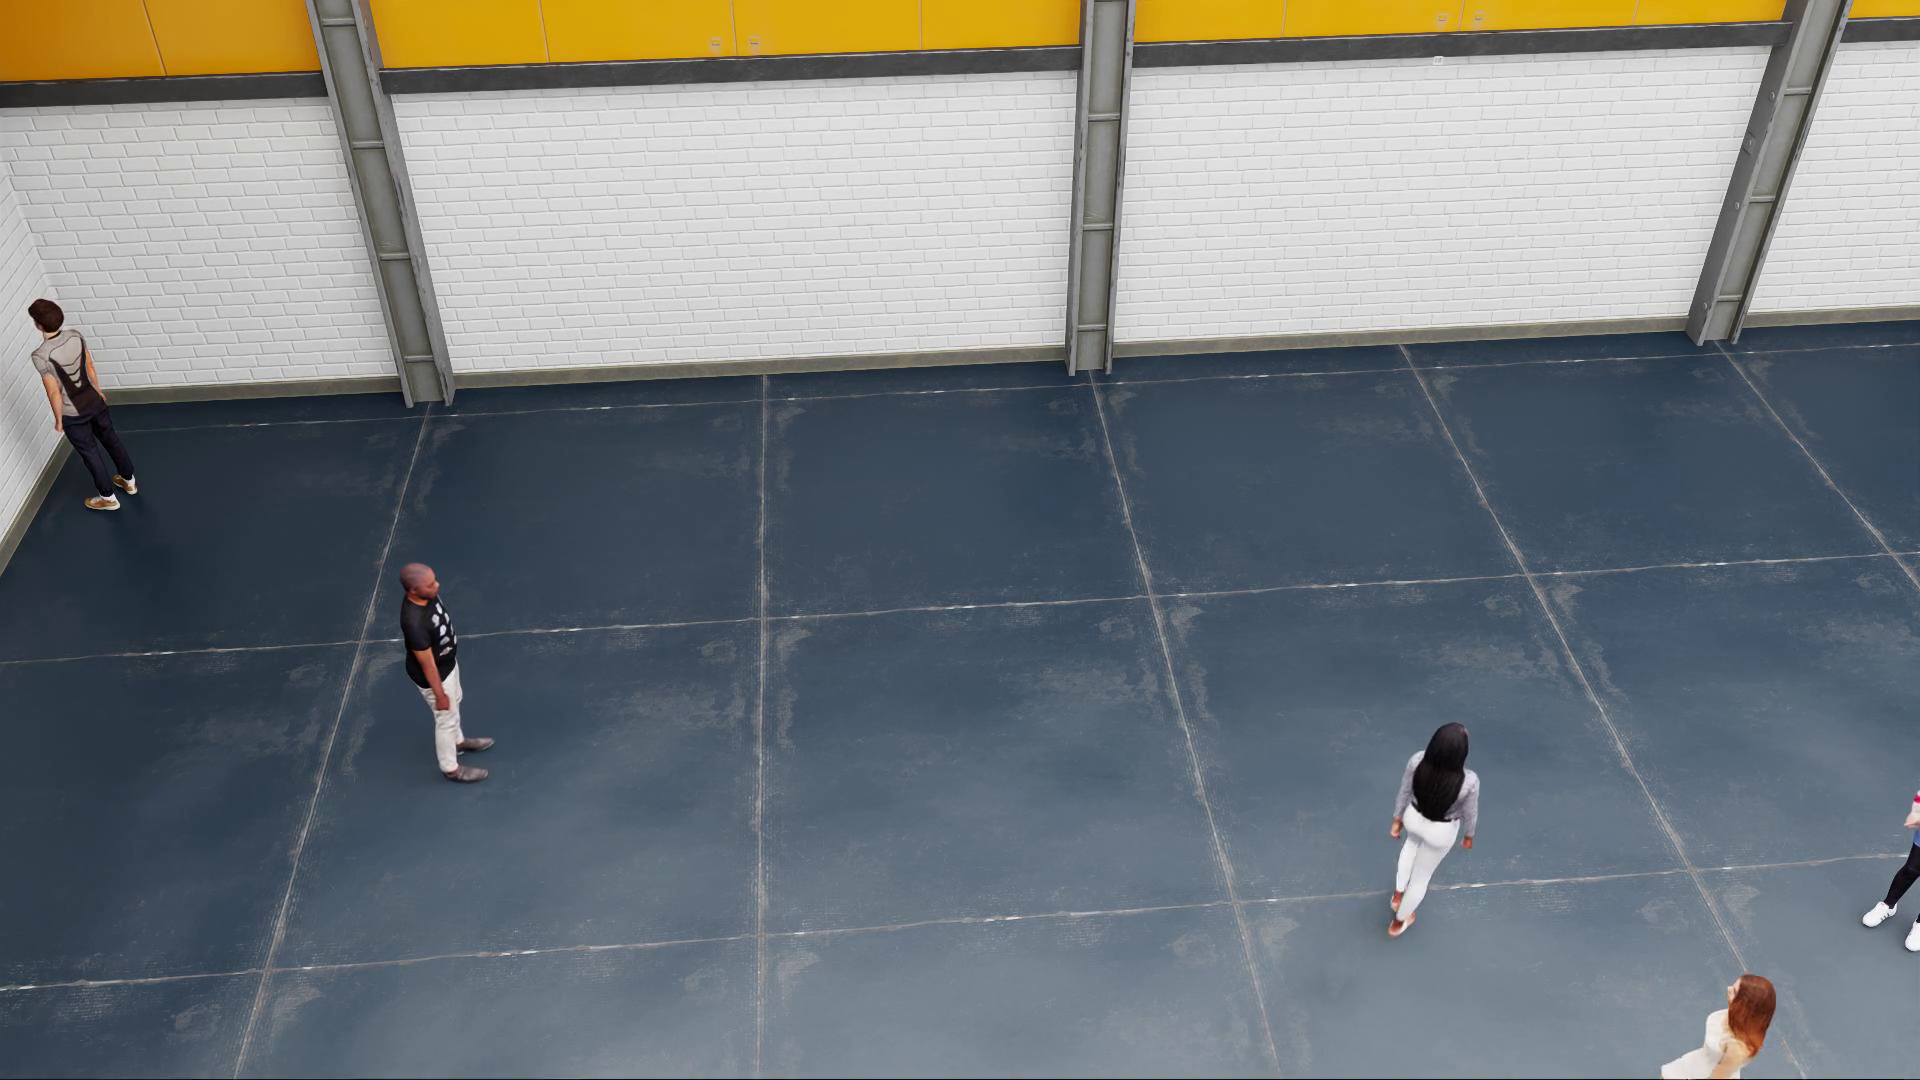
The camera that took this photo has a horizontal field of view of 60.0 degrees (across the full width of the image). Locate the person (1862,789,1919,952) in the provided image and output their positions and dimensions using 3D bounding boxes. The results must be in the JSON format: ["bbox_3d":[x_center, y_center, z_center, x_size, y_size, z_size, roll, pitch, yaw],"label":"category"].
[{"bbox_3d":[5.882,1.724,9.831,0.736,1.808,0.711,-31,48,-33],"label":"person"}]

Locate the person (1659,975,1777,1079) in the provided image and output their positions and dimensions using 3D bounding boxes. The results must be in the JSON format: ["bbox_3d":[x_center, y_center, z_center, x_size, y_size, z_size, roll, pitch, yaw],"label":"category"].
[{"bbox_3d":[3.954,2.822,8.538,0.742,1.706,0.694,18,42,21],"label":"person"}]

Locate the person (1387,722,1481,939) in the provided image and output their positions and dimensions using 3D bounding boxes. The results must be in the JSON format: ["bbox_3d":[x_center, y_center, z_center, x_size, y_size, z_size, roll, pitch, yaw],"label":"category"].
[{"bbox_3d":[2.739,1.766,9.858,0.758,1.709,0.817,28,47,31],"label":"person"}]

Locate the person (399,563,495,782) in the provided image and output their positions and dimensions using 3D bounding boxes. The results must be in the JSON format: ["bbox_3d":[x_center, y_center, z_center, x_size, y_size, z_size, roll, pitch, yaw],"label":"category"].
[{"bbox_3d":[-3.452,0.852,10.927,0.621,1.802,0.669,-6,39,-7],"label":"person"}]

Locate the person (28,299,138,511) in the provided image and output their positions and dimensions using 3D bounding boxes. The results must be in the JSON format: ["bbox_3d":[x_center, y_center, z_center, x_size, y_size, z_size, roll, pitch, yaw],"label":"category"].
[{"bbox_3d":[-7.028,-1.089,13.280,0.720,1.900,0.725,14,41,17],"label":"person"}]
